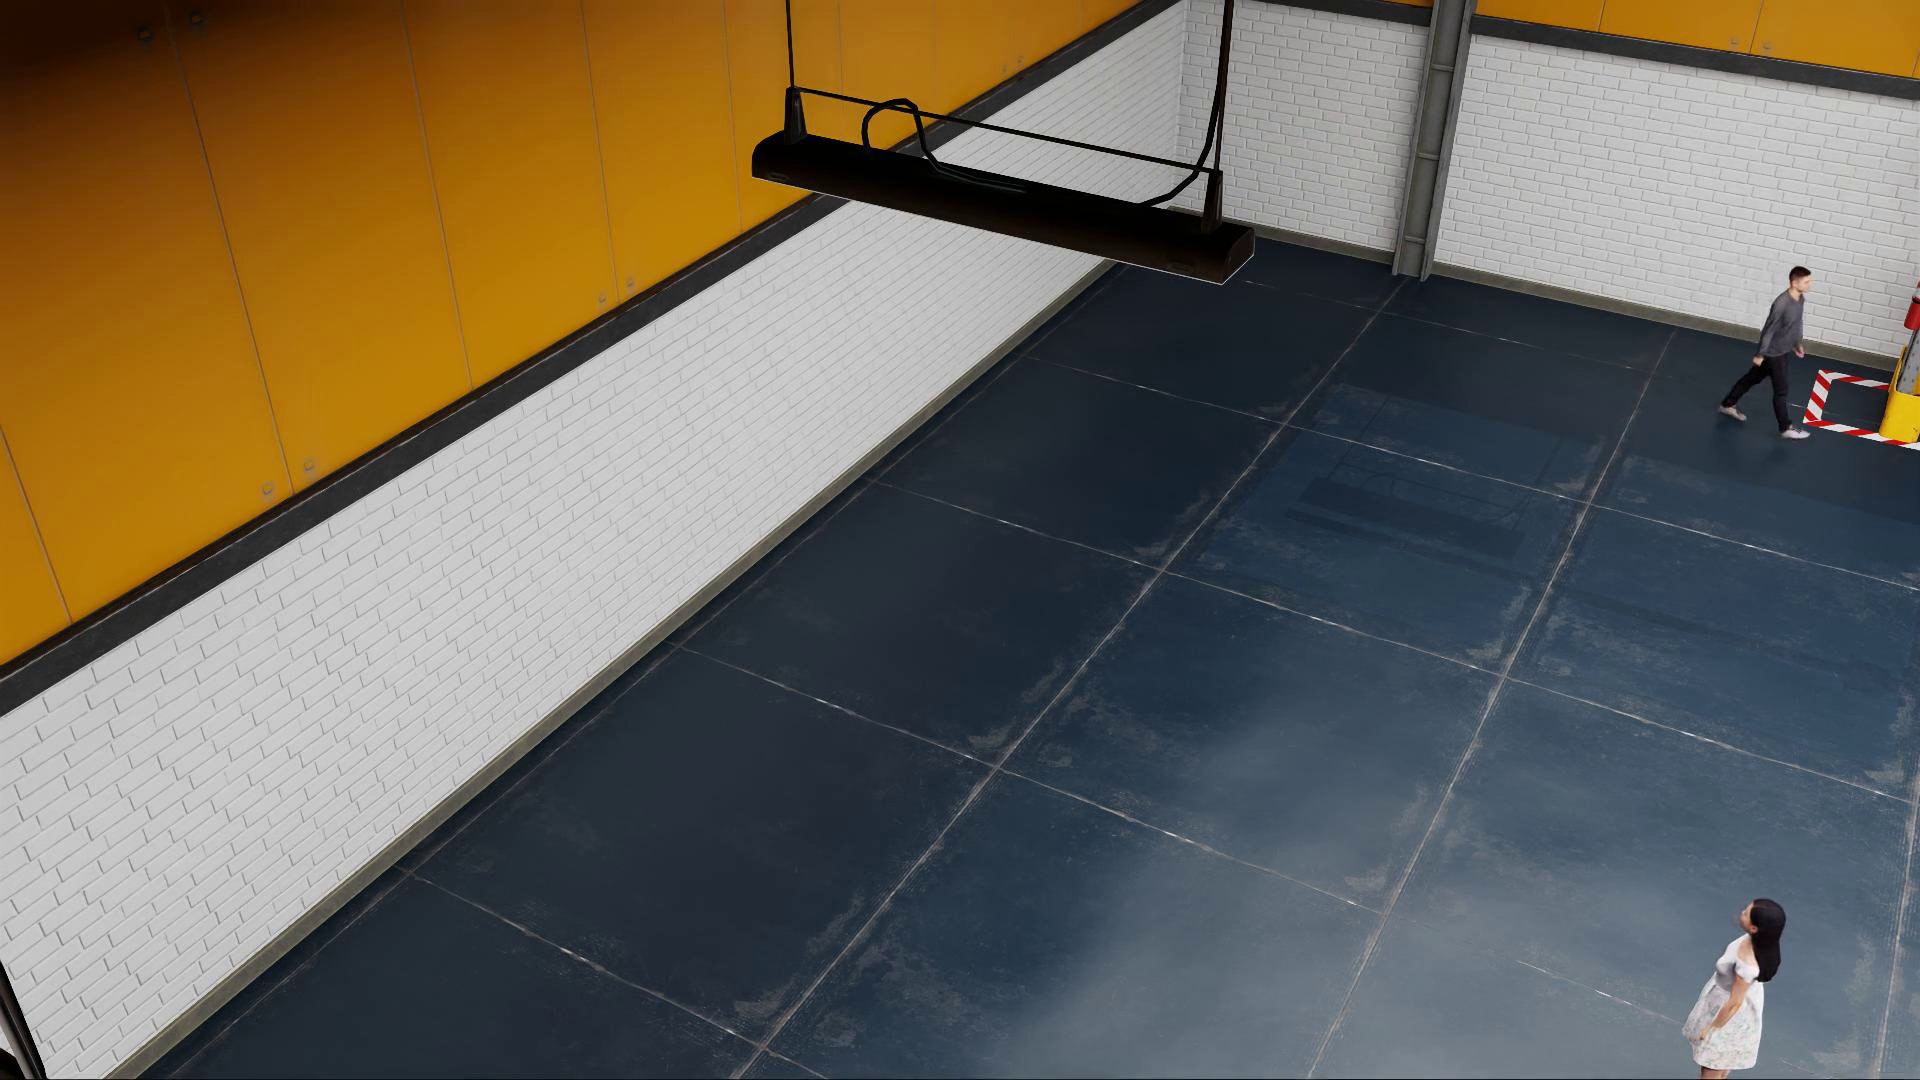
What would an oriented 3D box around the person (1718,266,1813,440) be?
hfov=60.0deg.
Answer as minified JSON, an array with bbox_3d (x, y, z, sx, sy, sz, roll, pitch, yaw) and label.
[{"bbox_3d":[7.911,-1.873,16.291,1.184,1.711,0.766,26,41,33],"label":"person"}]

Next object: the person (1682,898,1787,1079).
[{"bbox_3d":[4.332,2.683,9.379,0.679,1.775,0.685,24,41,32],"label":"person"}]
